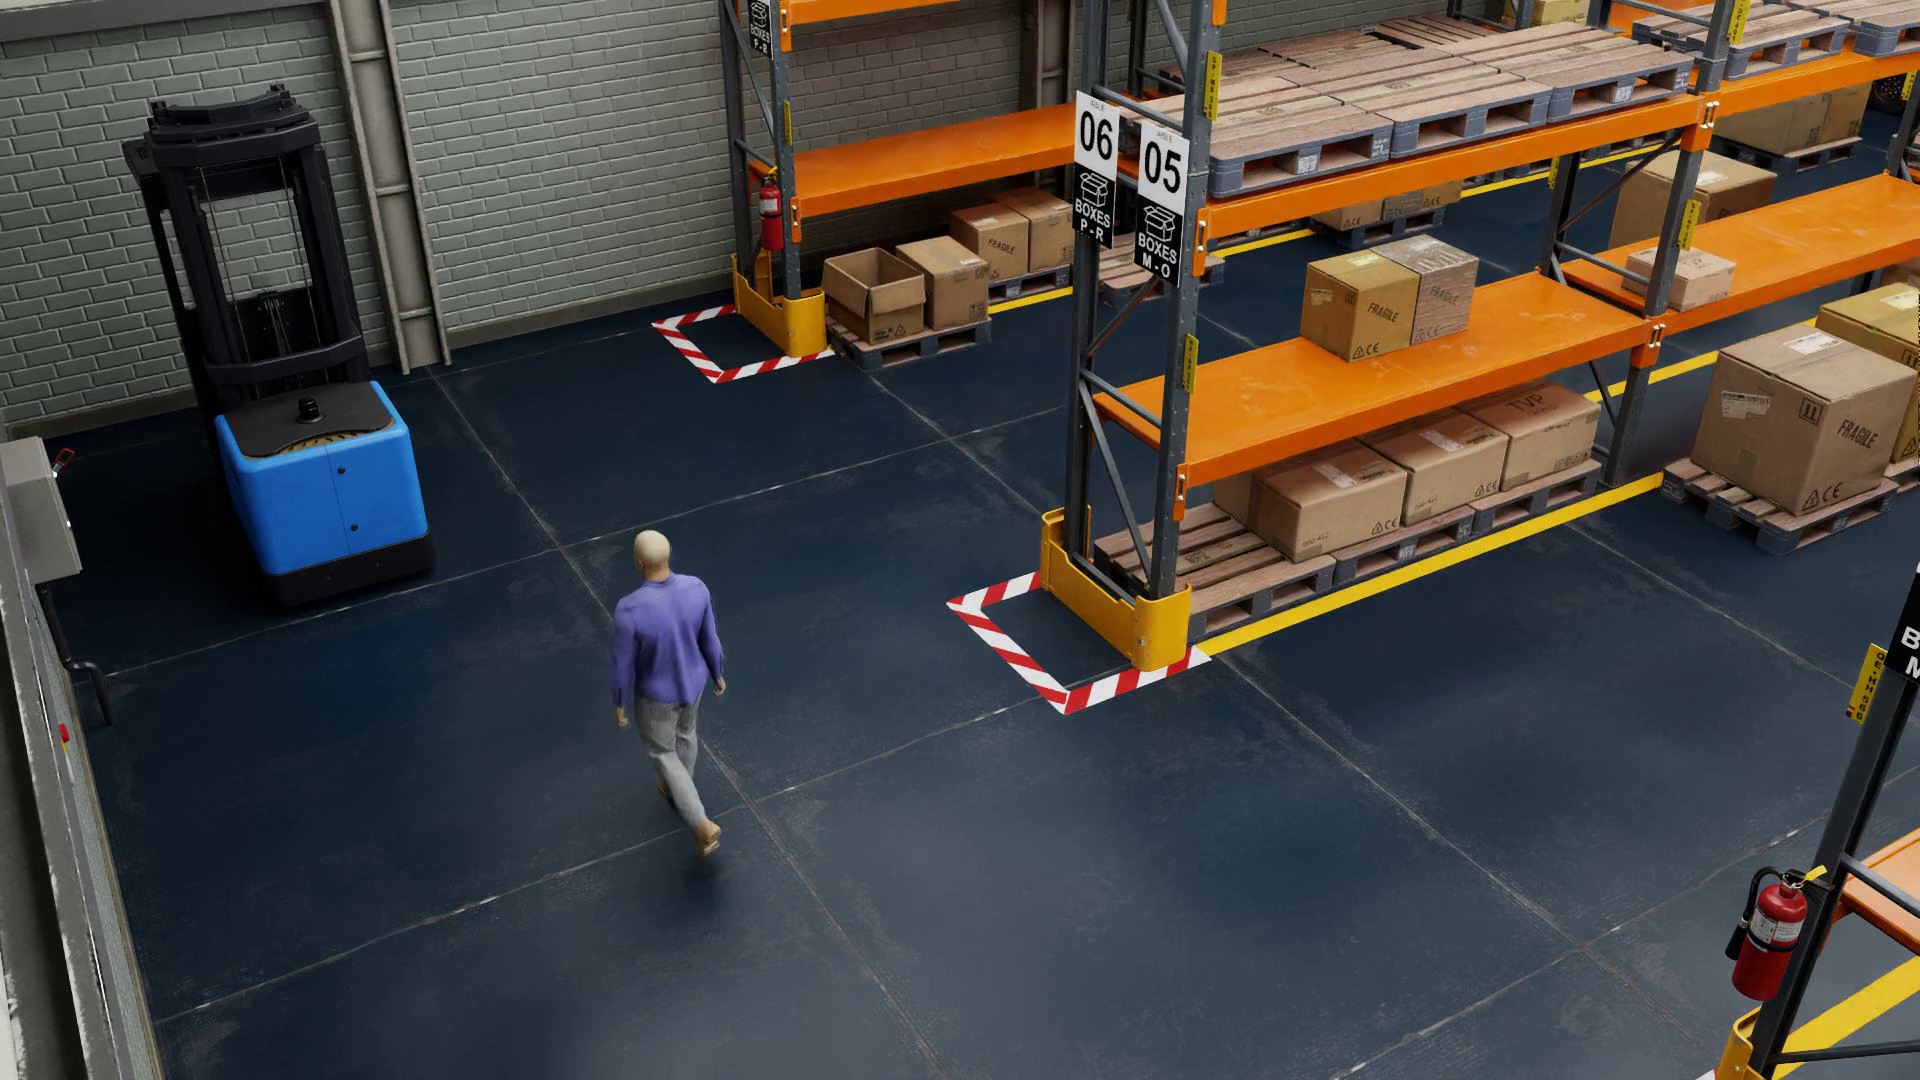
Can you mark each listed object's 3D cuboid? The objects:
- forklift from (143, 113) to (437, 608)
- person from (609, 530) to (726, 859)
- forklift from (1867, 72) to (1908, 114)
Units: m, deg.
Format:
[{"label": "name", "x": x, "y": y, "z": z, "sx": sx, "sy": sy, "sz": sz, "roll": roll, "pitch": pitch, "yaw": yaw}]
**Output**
[{"label": "forklift", "x": -4.289, "y": -1.259, "z": 10.509, "sx": 1.129, "sy": 2.768, "sz": 1.873, "roll": -17, "pitch": 36, "yaw": -26}, {"label": "person", "x": -1.419, "y": 0.760, "z": 8.285, "sx": 0.604, "sy": 1.774, "sz": 0.758, "roll": -21, "pitch": 38, "yaw": -31}, {"label": "forklift", "x": 11.468, "y": -5.645, "z": 18.244, "sx": 1.214, "sy": 2.155, "sz": 2.313, "roll": -17, "pitch": 36, "yaw": -26}]
